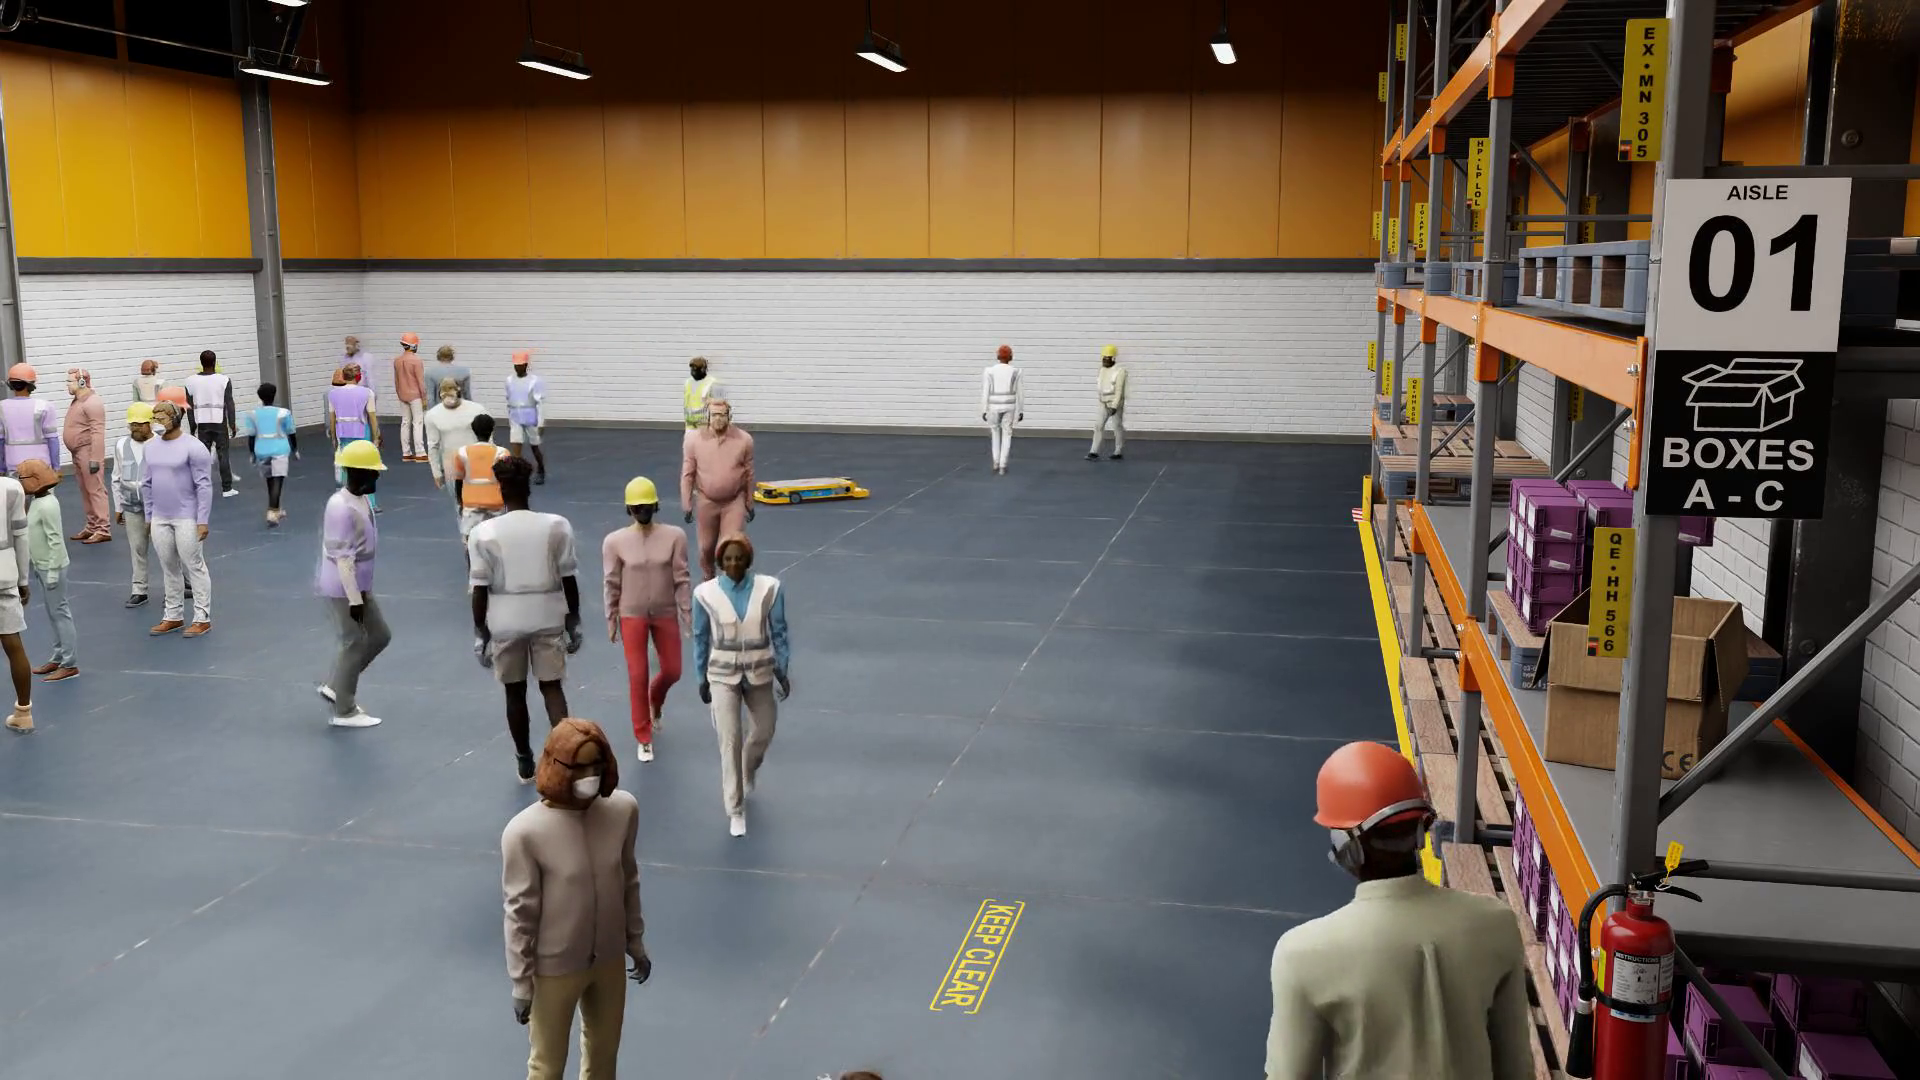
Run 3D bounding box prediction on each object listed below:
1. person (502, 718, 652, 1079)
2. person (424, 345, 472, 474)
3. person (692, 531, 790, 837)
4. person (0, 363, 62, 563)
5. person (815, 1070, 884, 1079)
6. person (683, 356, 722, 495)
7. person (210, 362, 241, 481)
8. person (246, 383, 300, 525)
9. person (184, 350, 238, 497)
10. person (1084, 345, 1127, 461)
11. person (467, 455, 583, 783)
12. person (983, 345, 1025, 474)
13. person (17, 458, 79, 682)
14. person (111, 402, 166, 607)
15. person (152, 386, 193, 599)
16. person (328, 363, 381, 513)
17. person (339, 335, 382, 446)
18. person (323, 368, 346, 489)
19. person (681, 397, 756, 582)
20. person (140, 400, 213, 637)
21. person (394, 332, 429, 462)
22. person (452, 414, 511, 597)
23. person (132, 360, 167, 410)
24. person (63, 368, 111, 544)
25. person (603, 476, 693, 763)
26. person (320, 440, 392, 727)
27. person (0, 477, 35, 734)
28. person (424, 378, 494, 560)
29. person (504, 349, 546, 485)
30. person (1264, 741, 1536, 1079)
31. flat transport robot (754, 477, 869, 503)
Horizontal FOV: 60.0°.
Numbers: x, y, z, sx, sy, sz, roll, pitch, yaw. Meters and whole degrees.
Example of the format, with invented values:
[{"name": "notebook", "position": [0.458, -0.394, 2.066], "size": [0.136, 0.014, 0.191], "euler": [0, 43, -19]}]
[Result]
[{"name": "person", "position": [-1.206, 1.354, 5.283], "size": [0.270, 1.631, 0.507], "euler": [9, 13, 42]}, {"name": "person", "position": [-7.277, -1.826, 23.702], "size": [0.652, 1.887, 1.040], "euler": [-5, 11, -27]}, {"name": "person", "position": [-1.198, 0.734, 9.054], "size": [0.511, 1.620, 0.667], "euler": [-2, 10, -15]}, {"name": "person", "position": [-9.393, -0.760, 16.783], "size": [0.607, 2.045, 0.390], "euler": [-2, 10, -11]}, {"name": "person", "position": [-0.107, 1.718, 2.594], "size": [0.860, 1.791, 0.721], "euler": [-8, 13, -41]}, {"name": "person", "position": [-3.386, -1.518, 22.017], "size": [0.640, 1.829, 0.558], "euler": [6, 11, 32]}, {"name": "person", "position": [-10.257, -1.596, 22.845], "size": [0.485, 1.702, 0.882], "euler": [4, 10, 25]}, {"name": "person", "position": [-8.056, -1.012, 19.463], "size": [0.532, 1.655, 0.877], "euler": [0, 9, -1]}, {"name": "person", "position": [-9.751, -1.510, 21.682], "size": [0.594, 1.919, 0.387], "euler": [-1, 10, -9]}, {"name": "person", "position": [2.238, -2.082, 25.484], "size": [0.812, 1.793, 0.594], "euler": [-9, 13, -43]}, {"name": "person", "position": [-2.477, 0.493, 9.556], "size": [0.637, 1.942, 0.641], "euler": [-3, 10, -20]}, {"name": "person", "position": [0.649, -1.916, 24.310], "size": [0.600, 1.852, 0.803], "euler": [1, 9, 6]}, {"name": "person", "position": [-6.664, 0.215, 12.145], "size": [0.284, 1.633, 0.498], "euler": [-7, 12, -37]}, {"name": "person", "position": [-7.184, -0.309, 14.708], "size": [0.602, 1.828, 0.404], "euler": [-1, 9, -5]}, {"name": "person", "position": [-7.149, -0.437, 15.165], "size": [0.359, 1.936, 0.544], "euler": [-2, 10, -12]}, {"name": "person", "position": [-7.342, -1.220, 20.150], "size": [0.566, 1.844, 0.381], "euler": [0, 9, 1]}, {"name": "person", "position": [-9.796, -2.396, 27.120], "size": [0.658, 1.885, 0.605], "euler": [2, 10, 13]}, {"name": "person", "position": [-8.313, -1.499, 22.468], "size": [0.498, 1.633, 0.282], "euler": [-3, 10, -17]}, {"name": "person", "position": [-2.152, -0.350, 14.843], "size": [0.652, 1.880, 0.852], "euler": [-2, 10, -9]}, {"name": "person", "position": [-6.387, -0.172, 13.557], "size": [0.636, 1.939, 0.362], "euler": [3, 10, 16]}, {"name": "person", "position": [-8.391, -2.182, 25.495], "size": [0.612, 1.995, 0.376], "euler": [5, 11, 29]}, {"name": "person", "position": [-4.395, -0.310, 15.321], "size": [0.549, 1.675, 0.667], "euler": [-1, 10, -9]}, {"name": "person", "position": [-11.829, -1.815, 24.360], "size": [0.514, 1.637, 0.315], "euler": [0, 9, -3]}, {"name": "person", "position": [-9.548, -0.918, 18.149], "size": [0.409, 1.907, 0.651], "euler": [-9, 13, -44]}, {"name": "person", "position": [-1.942, 0.459, 10.325], "size": [0.540, 1.748, 0.599], "euler": [-4, 10, -21]}, {"name": "person", "position": [-3.932, 0.290, 10.880], "size": [0.470, 1.900, 0.654], "euler": [-1, 10, -8]}, {"name": "person", "position": [-6.231, 0.276, 10.573], "size": [0.392, 2.035, 0.605], "euler": [6, 11, 32]}, {"name": "person", "position": [-5.075, -0.706, 16.919], "size": [0.679, 1.891, 0.608], "euler": [-1, 9, -4]}, {"name": "person", "position": [-5.868, -1.636, 22.507], "size": [0.554, 1.904, 0.956], "euler": [1, 9, 7]}, {"name": "person", "position": [1.004, 1.437, 3.833], "size": [0.644, 1.957, 0.508], "euler": [-3, 10, -19]}, {"name": "flat transport robot", "position": [-1.962, -0.647, 21.432], "size": [1.431, 0.197, 0.652], "euler": [-5, 11, -30]}]
